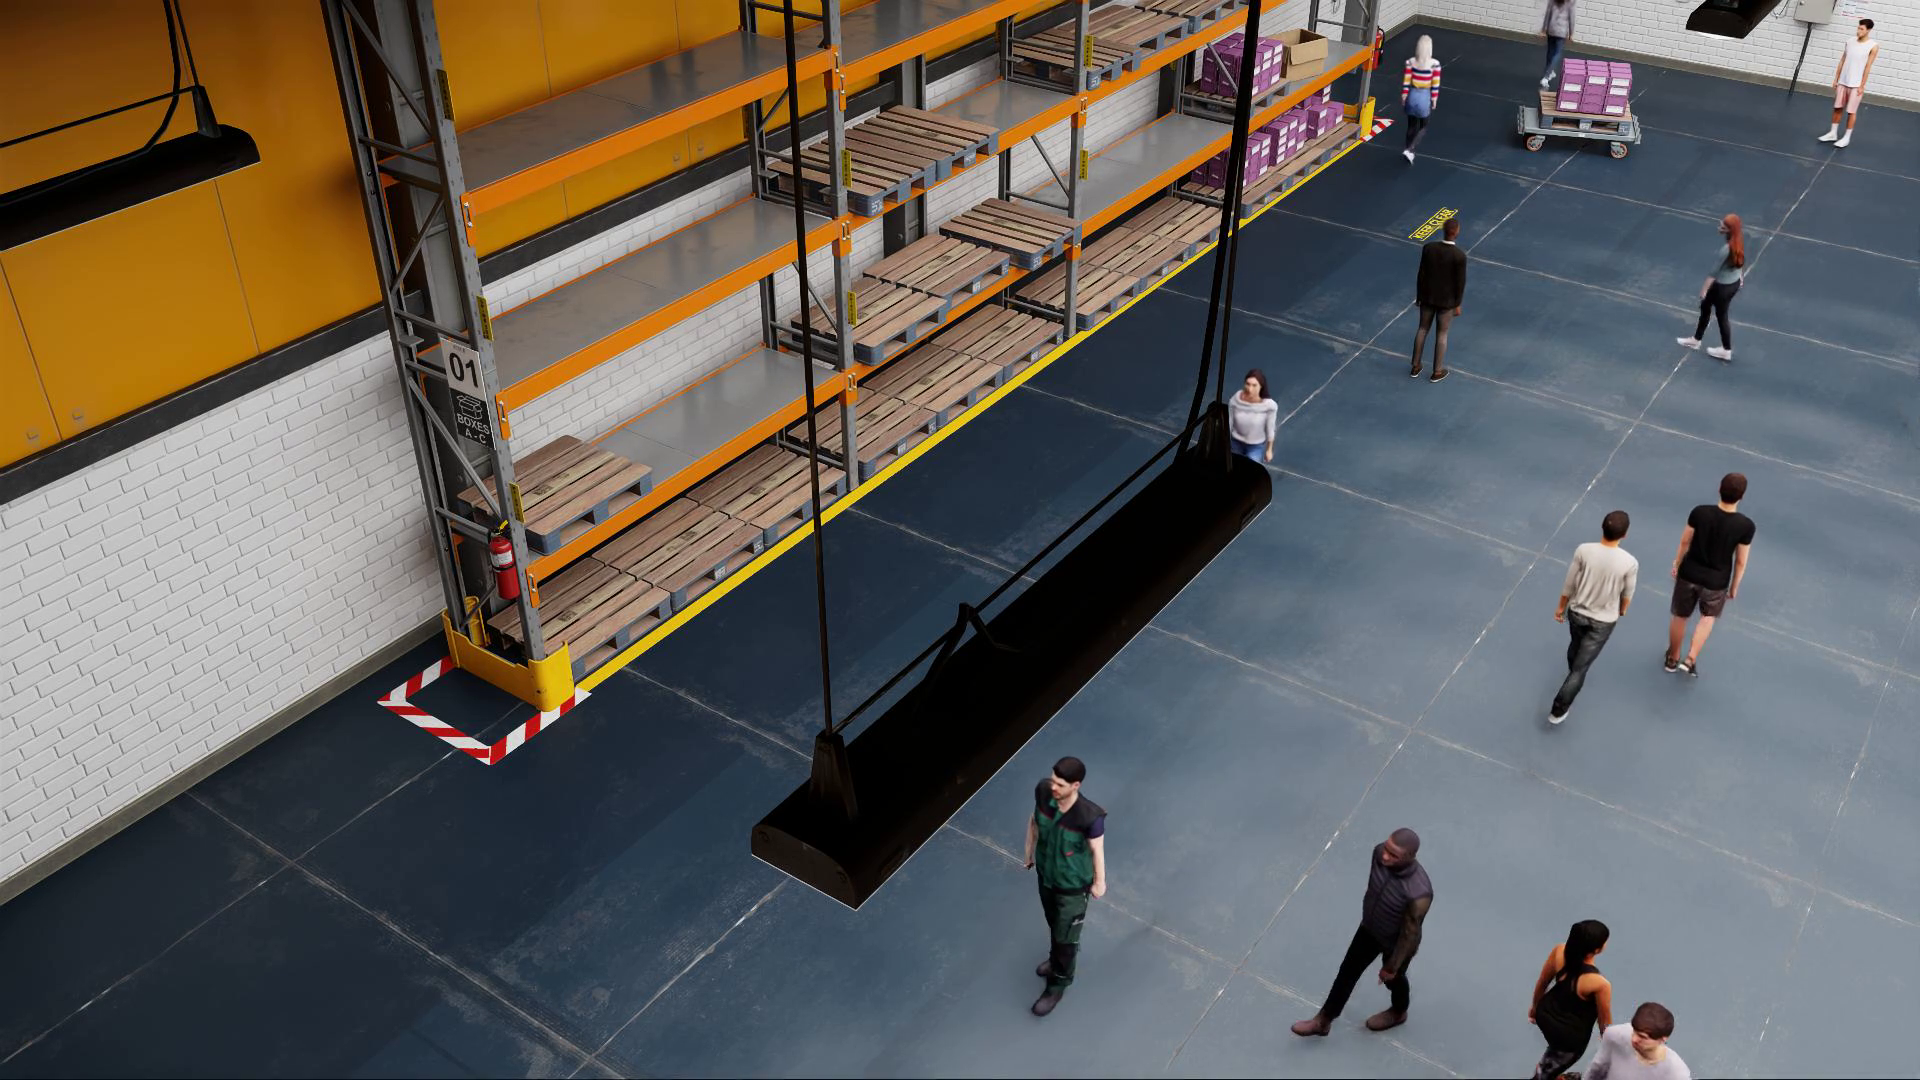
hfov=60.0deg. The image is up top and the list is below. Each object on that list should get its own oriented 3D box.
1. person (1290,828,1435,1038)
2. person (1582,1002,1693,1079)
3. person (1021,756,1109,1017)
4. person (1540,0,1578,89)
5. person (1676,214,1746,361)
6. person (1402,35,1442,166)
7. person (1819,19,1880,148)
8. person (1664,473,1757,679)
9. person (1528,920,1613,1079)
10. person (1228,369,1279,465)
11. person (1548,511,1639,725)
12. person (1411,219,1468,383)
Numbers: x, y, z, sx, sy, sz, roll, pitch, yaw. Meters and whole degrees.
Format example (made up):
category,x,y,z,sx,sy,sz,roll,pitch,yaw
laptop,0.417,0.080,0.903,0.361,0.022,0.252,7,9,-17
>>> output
category,x,y,z,sx,sy,sz,roll,pitch,yaw
person,2.694,2.399,10.128,1.181,1.801,1.054,-11,35,-16
person,3.673,3.125,9.019,1.059,1.820,0.901,-18,38,-25
person,0.710,2.073,10.539,0.783,1.889,0.882,28,43,35
person,9.157,-7.802,25.564,0.727,1.702,1.104,27,42,35
person,8.279,-2.701,17.903,0.756,1.688,0.726,-27,42,-34
person,6.244,-5.968,22.722,0.655,1.795,0.806,20,39,27
person,12.621,-6.470,23.490,0.722,1.780,0.727,-17,37,-24
person,5.876,0.331,13.195,0.713,1.850,0.807,17,37,24
person,3.425,2.834,9.614,0.969,1.646,0.843,-12,35,-17
person,2.644,-0.881,15.238,0.738,1.607,1.063,15,36,21
person,4.843,0.644,12.806,0.670,1.759,1.162,22,40,30
person,5.049,-2.534,17.548,0.655,1.802,0.548,22,40,30
